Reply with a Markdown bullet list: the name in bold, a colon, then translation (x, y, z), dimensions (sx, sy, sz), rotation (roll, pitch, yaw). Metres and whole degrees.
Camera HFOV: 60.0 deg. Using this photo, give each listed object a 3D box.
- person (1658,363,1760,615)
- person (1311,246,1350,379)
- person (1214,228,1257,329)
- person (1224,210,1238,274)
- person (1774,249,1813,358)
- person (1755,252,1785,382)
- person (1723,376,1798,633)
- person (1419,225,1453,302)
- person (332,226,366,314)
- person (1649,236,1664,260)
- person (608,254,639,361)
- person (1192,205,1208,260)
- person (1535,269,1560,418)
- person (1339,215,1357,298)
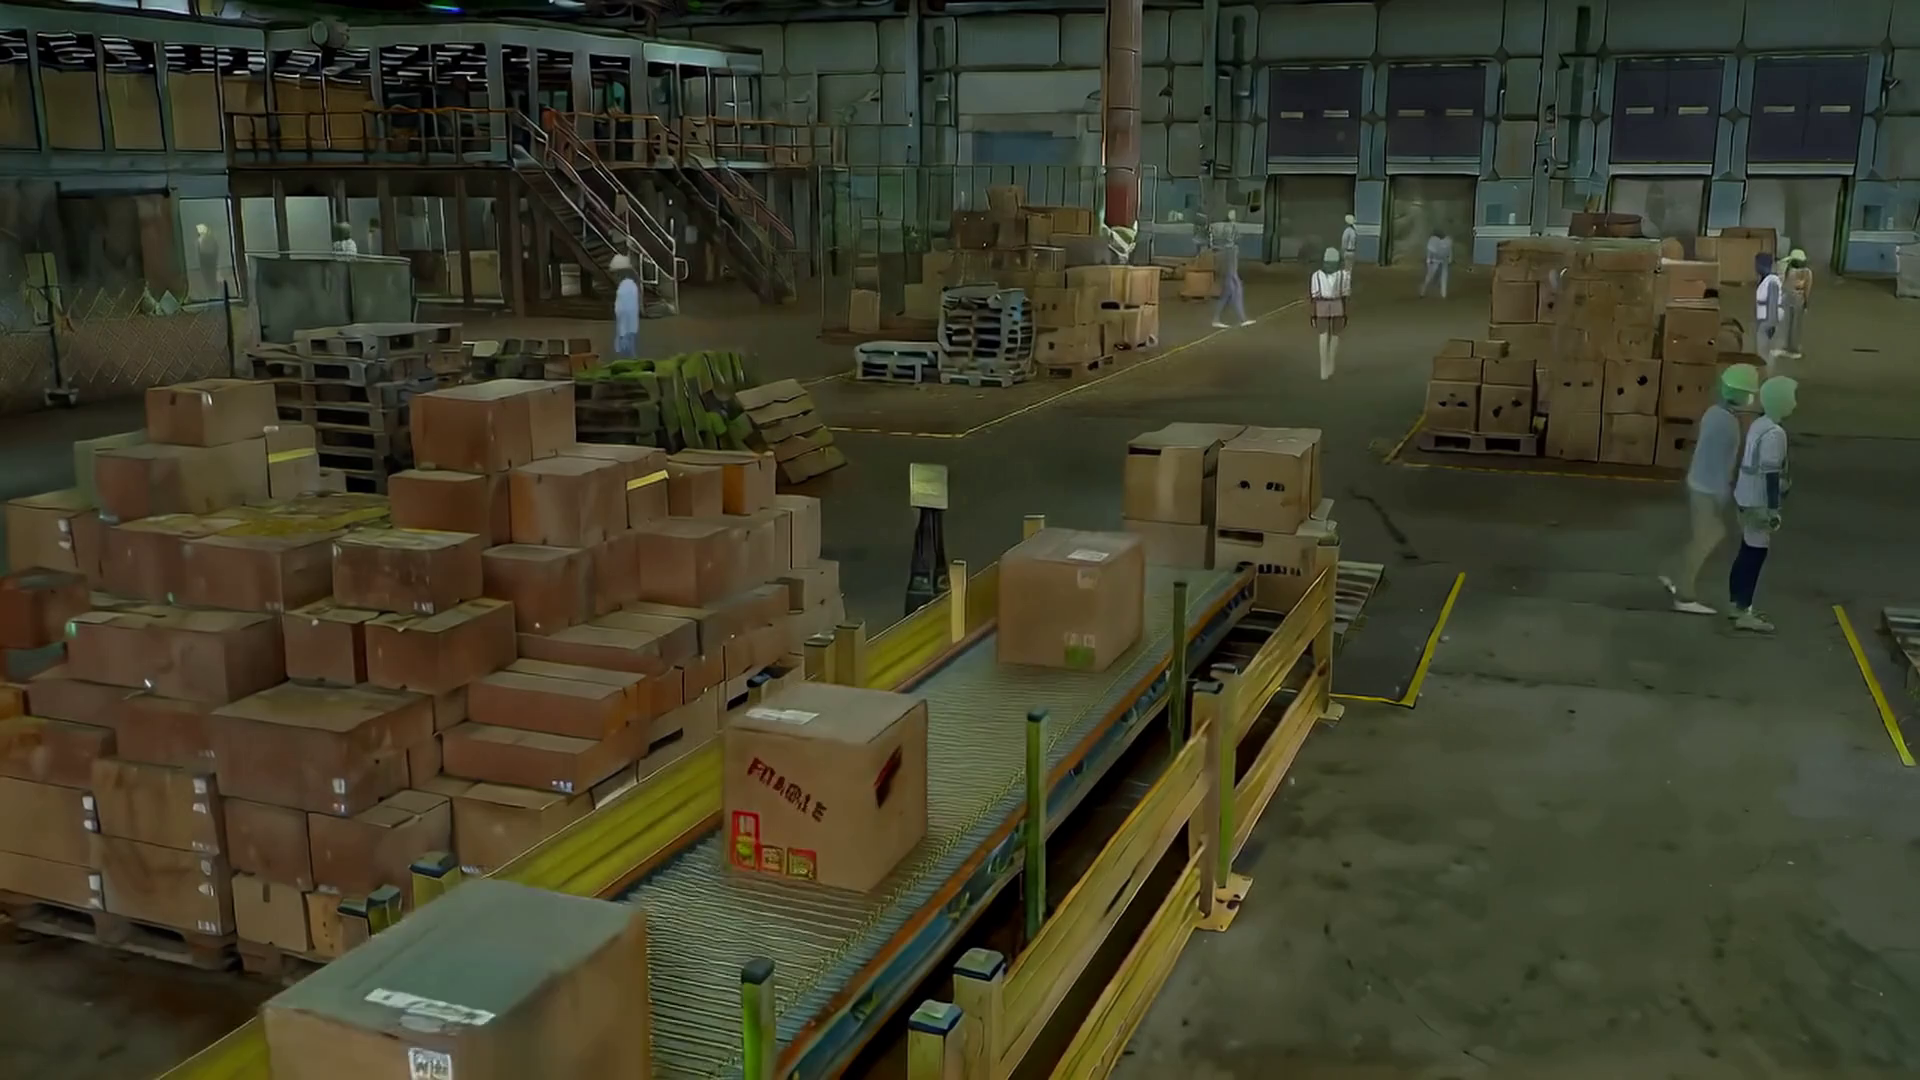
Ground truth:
- **person**: translation (5.118, -0.338, 11.272), dimensions (0.439, 1.737, 0.548), rotation (2, 13, 10)
- **person**: translation (5.393, -3.333, 24.298), dimensions (0.547, 1.922, 0.687), rotation (1, 13, 6)
- **person**: translation (5.280, -4.968, 31.663), dimensions (0.898, 1.906, 0.655), rotation (4, 13, 19)
- **person**: translation (7.887, -8.662, 48.388), dimensions (0.429, 1.843, 0.633), rotation (-1, 13, -5)
- **person**: translation (13.475, -3.810, 26.846), dimensions (0.324, 1.743, 0.490), rotation (-5, 13, -20)
- **person**: translation (11.170, -3.033, 23.031), dimensions (0.437, 1.898, 0.631), rotation (3, 13, 15)
- **person**: translation (5.291, -0.243, 10.977), dimensions (0.320, 1.691, 0.536), rotation (3, 13, 14)
- **person**: translation (11.005, -6.408, 38.456), dimensions (0.647, 1.783, 0.999), rotation (-2, 13, -10)
- **person**: translation (-12.880, -5.671, 35.011), dimensions (0.974, 1.834, 0.579), rotation (7, 14, 28)
- **person**: translation (12.321, -4.471, 29.590), dimensions (0.351, 1.843, 0.506), rotation (3, 13, 11)
- **person**: translation (-4.368, -2.789, 21.871), dimensions (0.717, 1.916, 0.564), rotation (1, 13, 6)
- **person**: translation (7.369, -9.293, 51.048), dimensions (0.403, 1.918, 0.595), rotation (-11, 17, -42)
- **person**: translation (7.386, -2.344, 20.077), dimensions (0.816, 1.830, 0.550), rotation (1, 13, 5)
- **person**: translation (9.187, -6.723, 39.449), dimensions (0.394, 1.946, 0.616), rotation (7, 14, 29)
